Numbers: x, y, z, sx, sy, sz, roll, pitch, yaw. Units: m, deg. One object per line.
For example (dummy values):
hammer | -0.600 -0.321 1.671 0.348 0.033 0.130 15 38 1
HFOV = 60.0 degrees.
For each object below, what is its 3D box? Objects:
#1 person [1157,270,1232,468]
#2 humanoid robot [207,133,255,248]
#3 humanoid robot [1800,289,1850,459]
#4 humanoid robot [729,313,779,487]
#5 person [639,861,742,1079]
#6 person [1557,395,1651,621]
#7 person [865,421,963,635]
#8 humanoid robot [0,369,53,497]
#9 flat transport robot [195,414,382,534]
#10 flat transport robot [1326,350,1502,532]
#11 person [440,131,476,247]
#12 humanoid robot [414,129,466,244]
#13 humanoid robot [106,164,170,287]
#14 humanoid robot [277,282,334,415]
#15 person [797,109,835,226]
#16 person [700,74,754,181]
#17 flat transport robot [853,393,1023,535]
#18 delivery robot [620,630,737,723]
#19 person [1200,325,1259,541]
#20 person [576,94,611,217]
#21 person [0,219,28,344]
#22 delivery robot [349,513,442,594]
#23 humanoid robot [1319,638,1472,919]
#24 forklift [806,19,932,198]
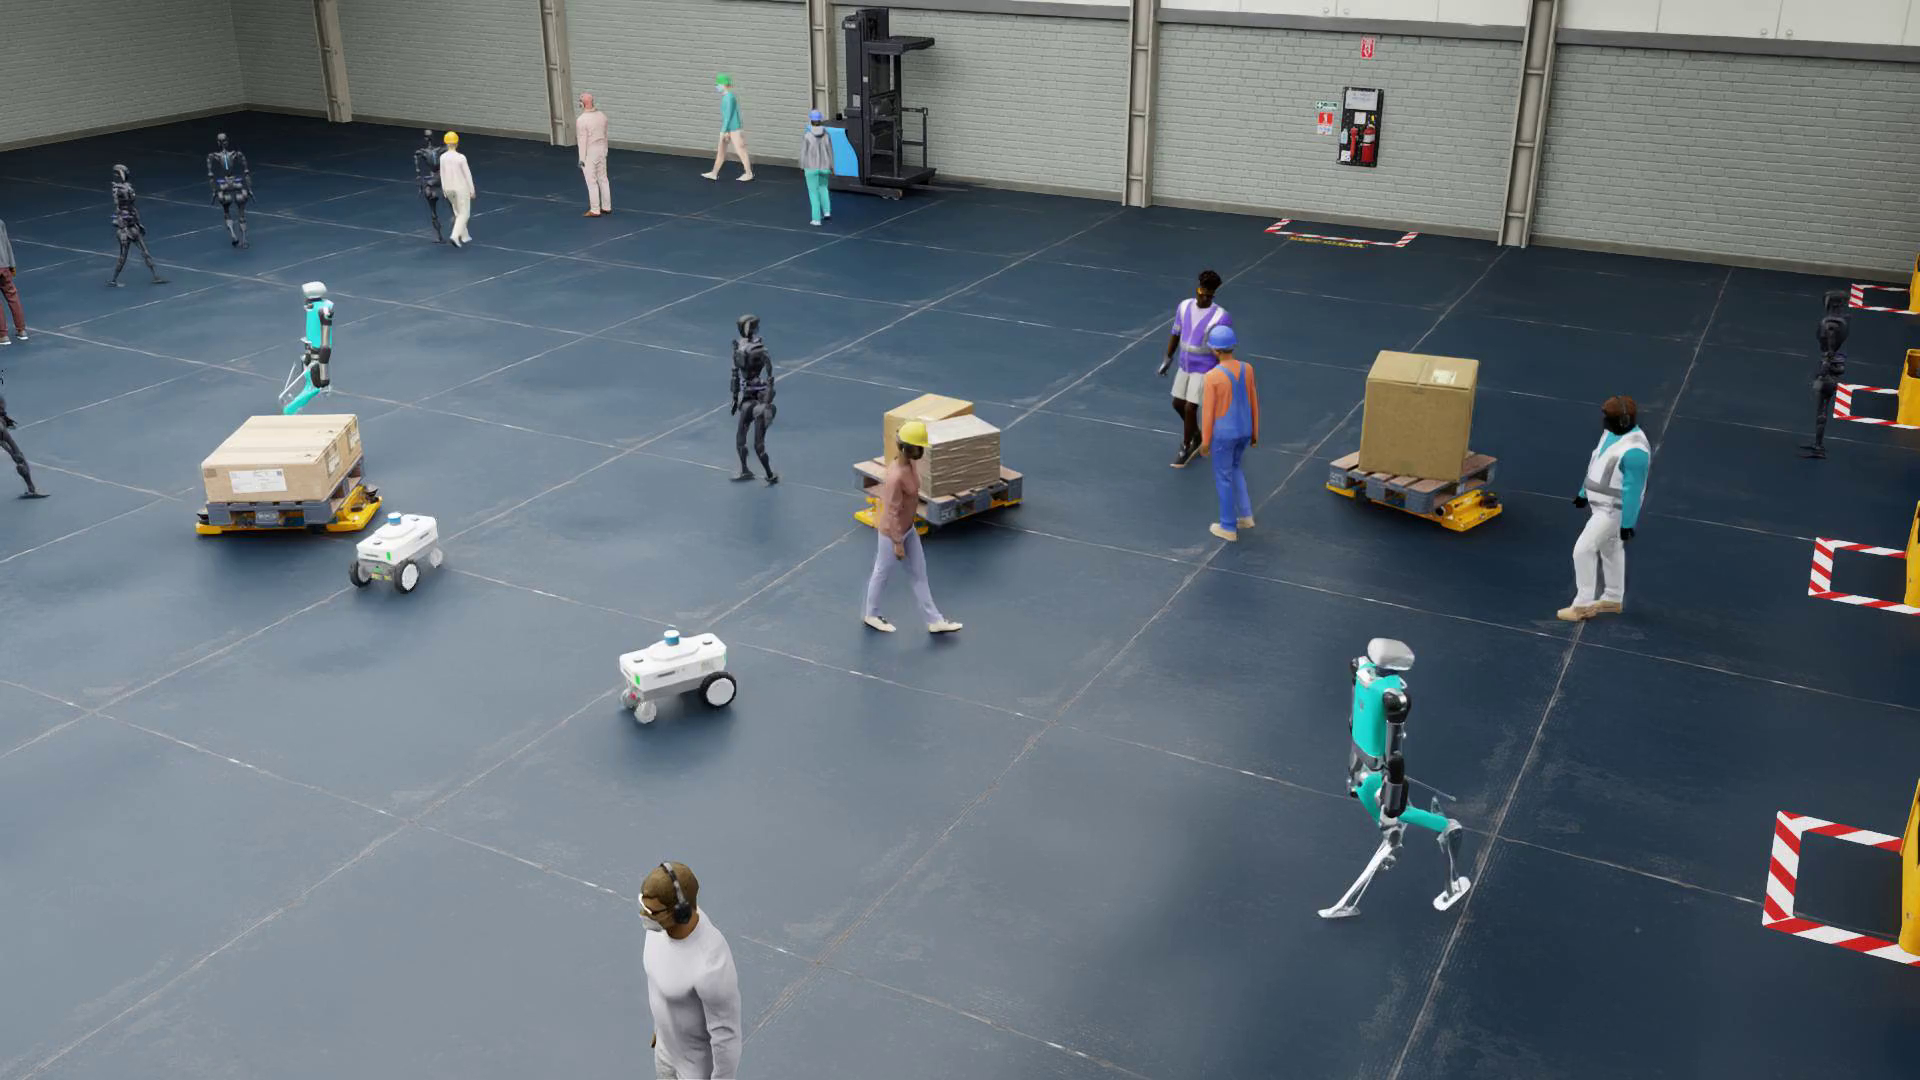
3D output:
person | 2.262 -1.655 15.905 0.613 1.927 0.640 -18 29 -36
humanoid robot | -10.615 -5.092 24.230 0.591 1.641 0.397 -9 25 -20
humanoid robot | 8.408 -1.619 16.144 0.336 1.651 0.609 12 26 26
humanoid robot | -1.911 -1.281 15.370 0.599 1.657 0.367 21 31 39
person | -1.123 2.170 6.998 0.352 1.936 0.634 -15 27 -31
person | 4.917 -0.247 12.775 0.679 1.811 0.658 3 23 8
person | -0.377 -0.061 12.461 0.842 1.709 0.560 8 24 17
humanoid robot | -8.731 -1.066 14.908 0.659 1.625 0.612 -4 24 -9
flat transport robot | -5.958 -0.275 14.803 1.431 0.231 0.659 -1 23 -3
flat transport robot | 4.120 -0.426 15.155 0.659 0.231 1.431 -21 31 -40
person | -7.358 -5.108 24.283 0.472 1.669 0.738 6 24 14
humanoid robot | -7.670 -5.184 24.456 0.597 1.646 0.470 -11 26 -25
humanoid robot | -11.119 -4.191 22.197 0.781 1.628 0.609 -1 23 -3
humanoid robot | -6.314 -1.531 15.935 0.779 1.823 0.553 -15 28 -32
person | -2.231 -5.738 25.630 0.546 1.764 0.490 -13 26 -27
person | -4.035 -7.089 28.689 0.958 1.821 0.524 -10 25 -22
flat transport robot | -0.180 -0.342 14.958 1.431 0.231 0.659 -19 30 -37
delivery robot | -1.989 0.916 11.659 0.785 0.589 0.499 -14 27 -29
person | 2.283 -0.917 14.261 0.524 1.878 0.486 -14 27 -29
person | -5.801 -6.053 26.188 0.405 1.901 0.651 12 26 25
person | -11.480 -3.229 19.727 0.374 1.807 0.555 12 26 25
delivery robot | -4.600 0.070 13.627 0.499 0.586 0.782 7 24 16
humanoid robot | 2.549 1.340 9.232 1.004 1.780 0.530 -5 24 -12
forklift | -1.573 -7.292 27.850 1.873 2.768 1.129 12 26 25
